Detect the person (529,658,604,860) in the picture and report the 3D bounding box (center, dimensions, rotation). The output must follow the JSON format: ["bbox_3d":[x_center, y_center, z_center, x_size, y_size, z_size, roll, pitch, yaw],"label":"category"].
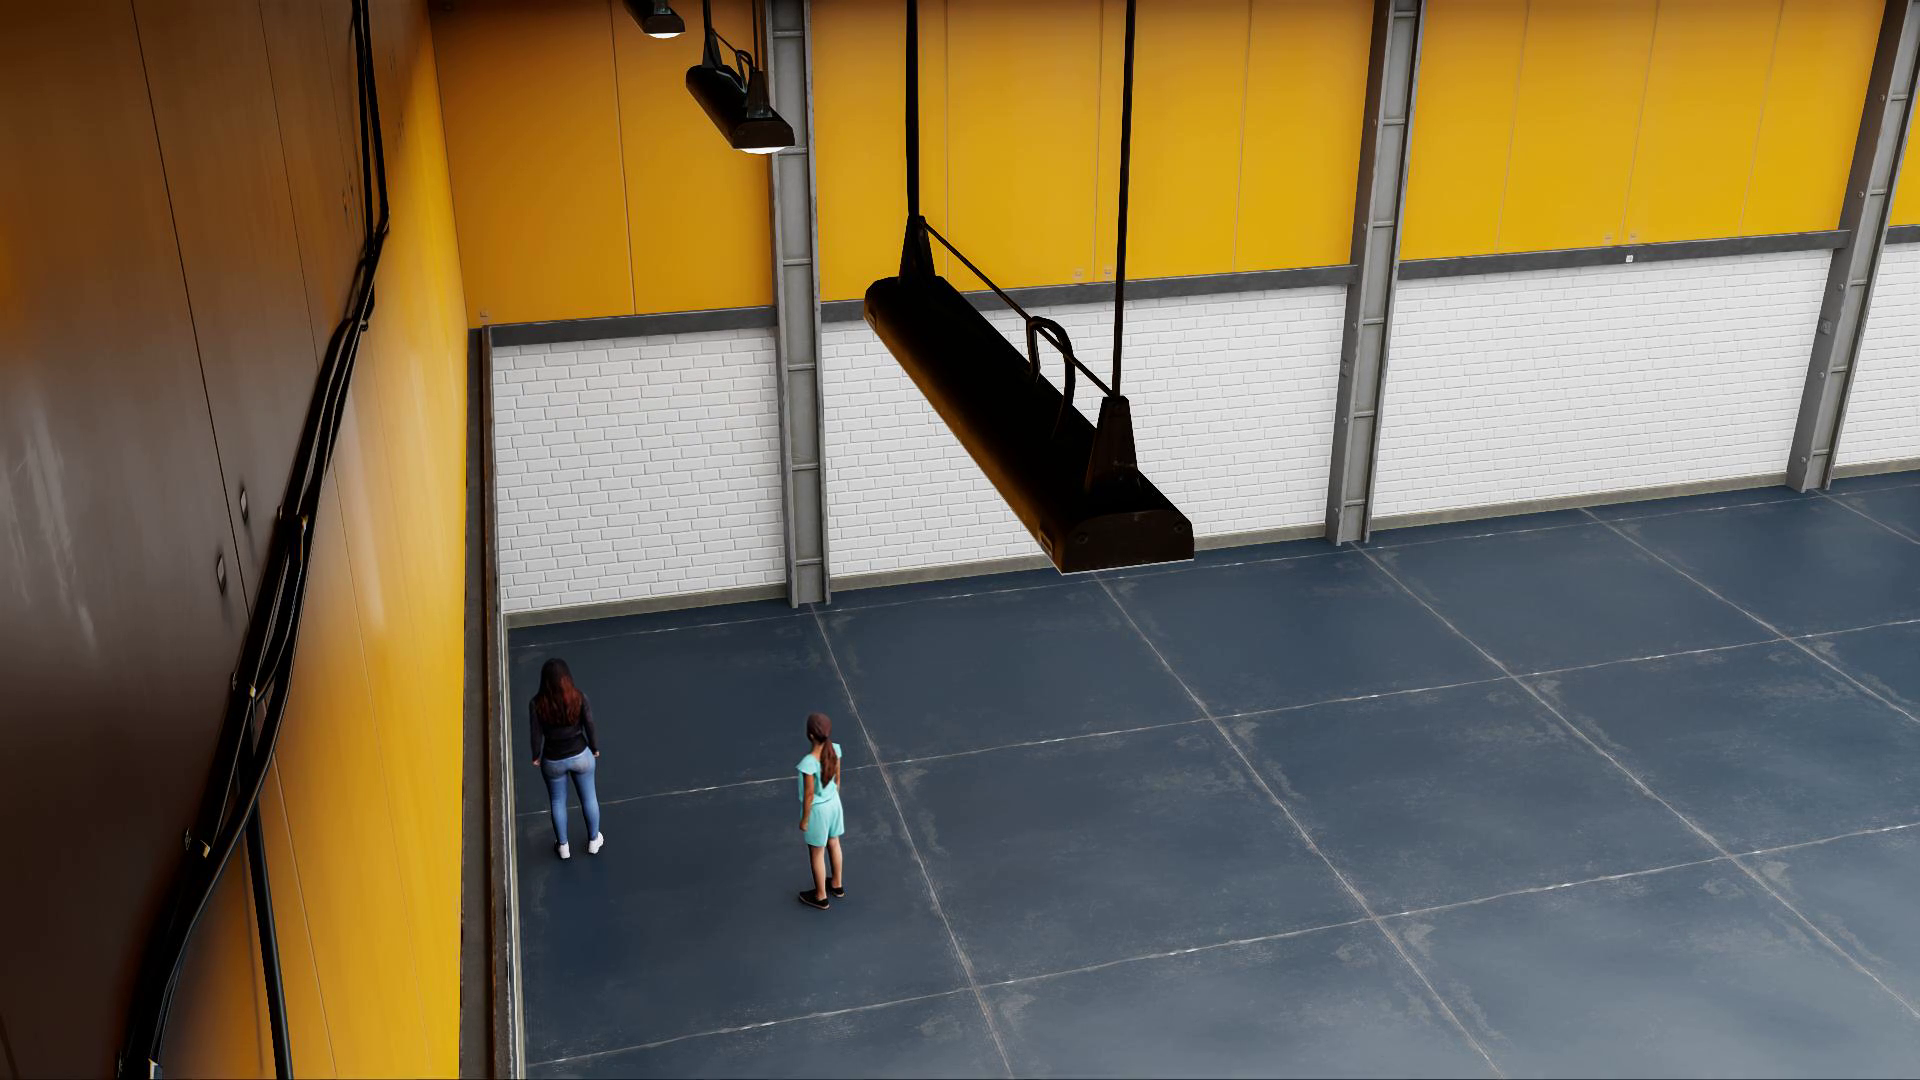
[{"bbox_3d":[-2.962,1.632,12.511,0.471,1.633,0.692,-6,24,-14],"label":"person"}]

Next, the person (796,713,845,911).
[{"bbox_3d":[-0.995,1.923,11.938,0.710,1.558,0.637,18,29,35],"label":"person"}]
